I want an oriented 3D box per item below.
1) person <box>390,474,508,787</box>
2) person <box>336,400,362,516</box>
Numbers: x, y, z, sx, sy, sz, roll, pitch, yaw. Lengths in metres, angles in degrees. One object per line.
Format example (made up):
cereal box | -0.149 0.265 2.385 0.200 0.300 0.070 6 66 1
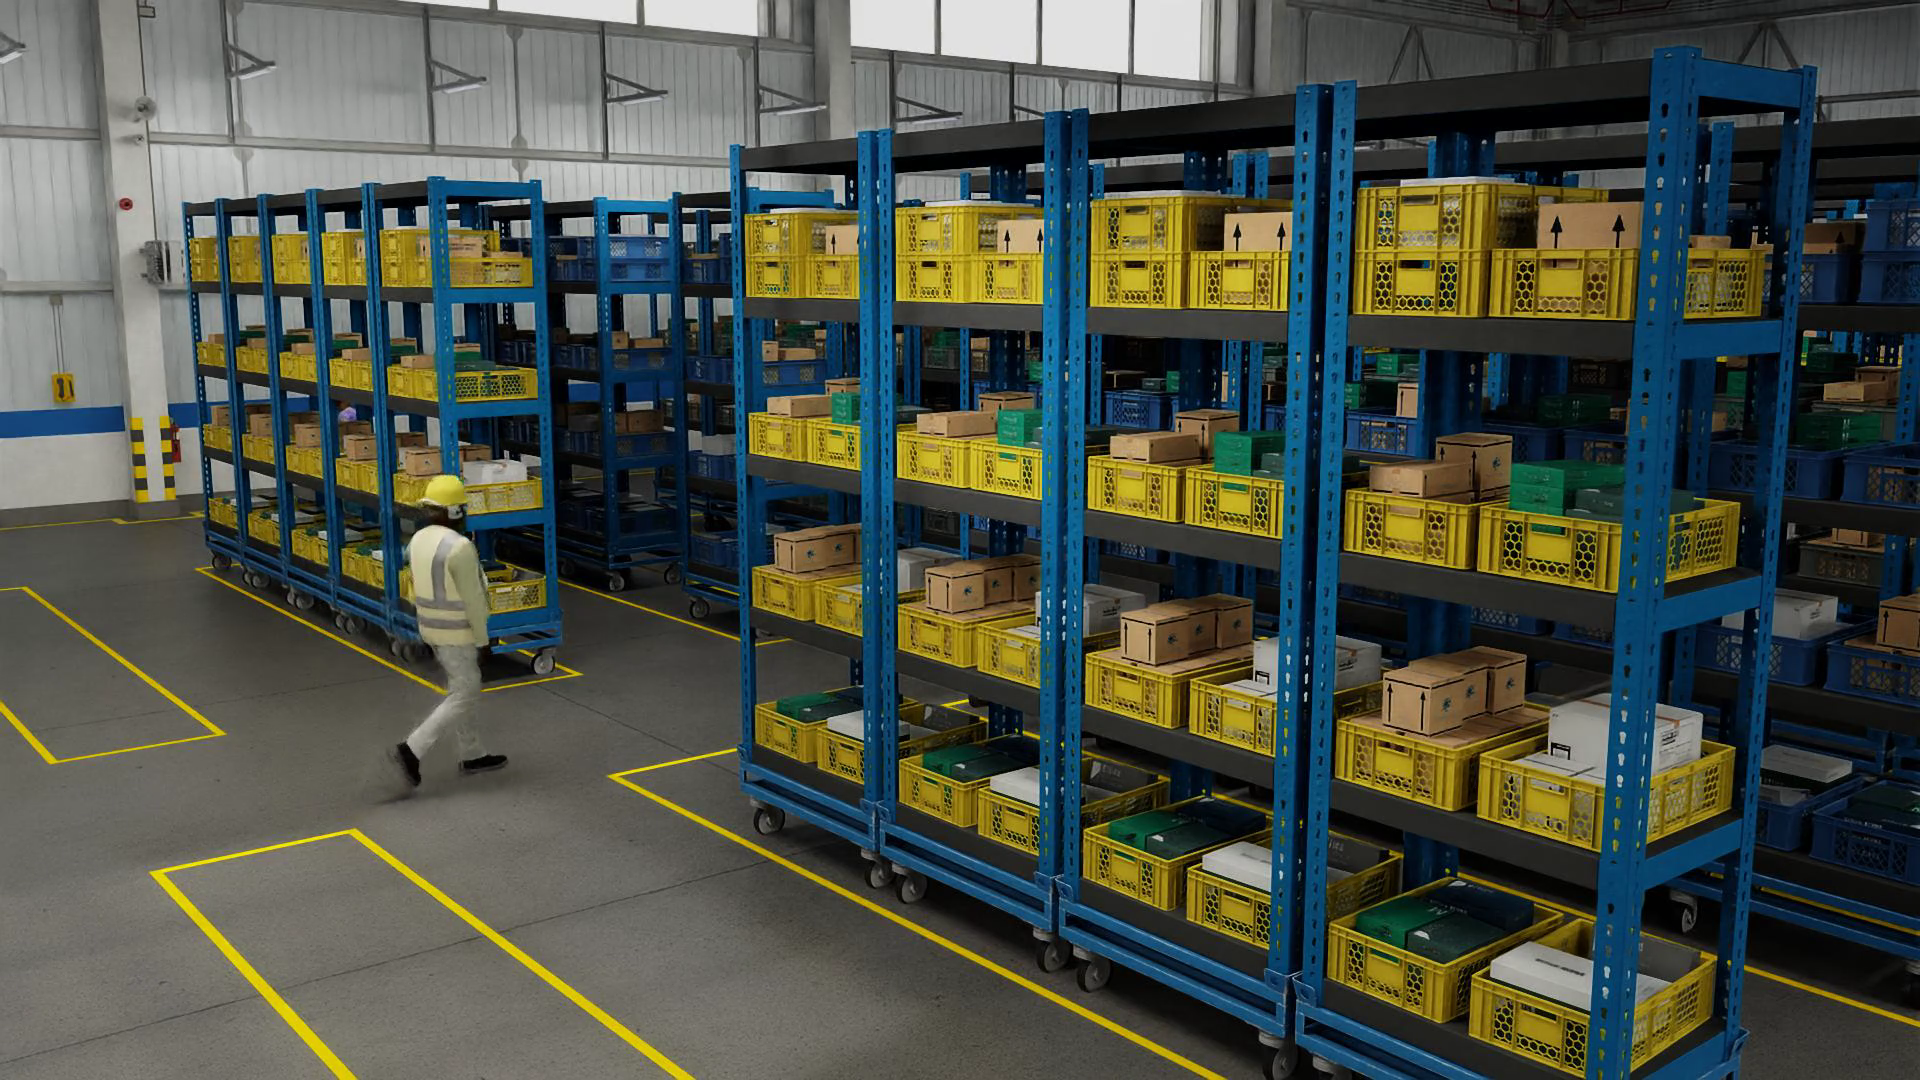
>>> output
person | -2.974 0.529 9.595 0.712 1.814 0.599 -9 13 -42
person | -6.174 -0.690 16.853 0.374 1.841 0.573 -3 10 -15
